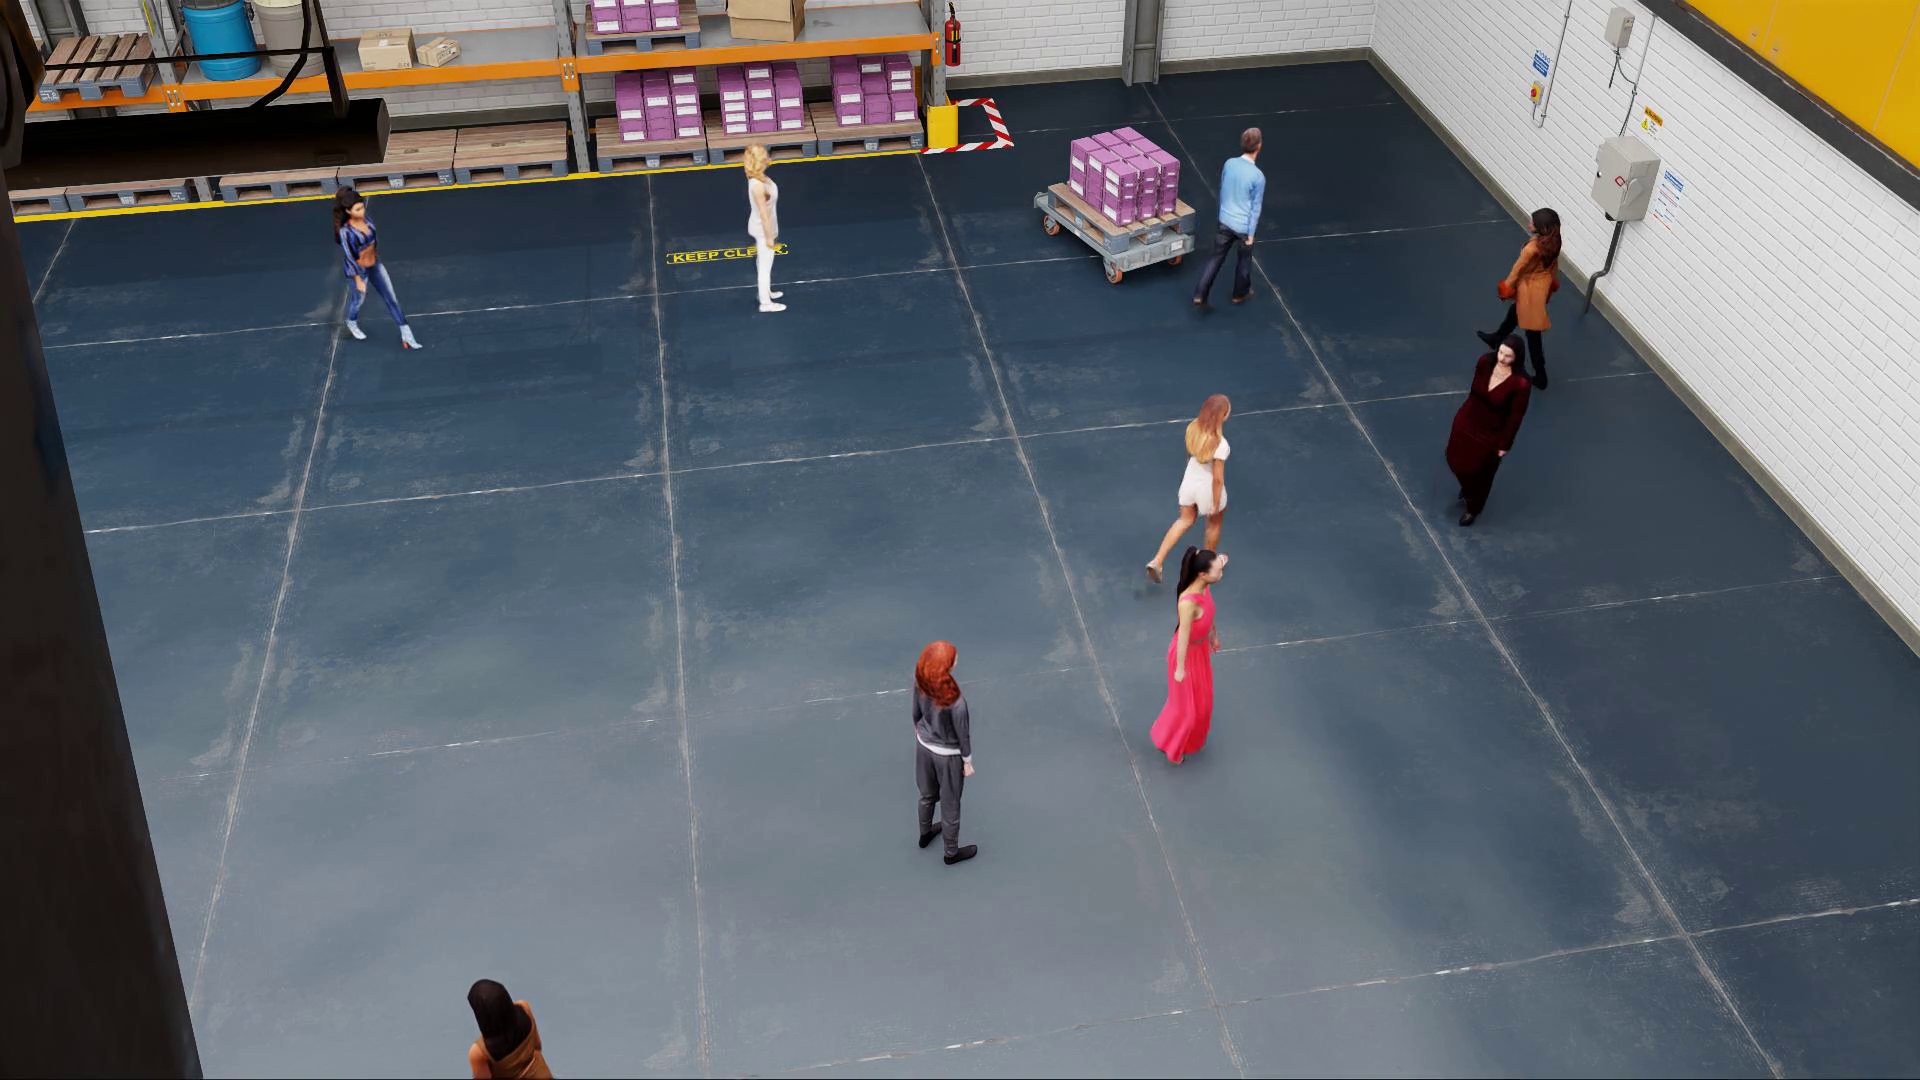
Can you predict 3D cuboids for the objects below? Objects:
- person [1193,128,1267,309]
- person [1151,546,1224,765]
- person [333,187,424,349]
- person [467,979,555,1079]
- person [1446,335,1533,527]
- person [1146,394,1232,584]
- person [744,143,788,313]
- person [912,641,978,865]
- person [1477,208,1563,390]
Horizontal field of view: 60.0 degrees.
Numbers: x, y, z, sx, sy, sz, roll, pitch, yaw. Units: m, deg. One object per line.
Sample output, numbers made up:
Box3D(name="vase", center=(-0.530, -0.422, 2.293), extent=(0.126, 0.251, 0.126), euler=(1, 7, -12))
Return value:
Box3D(name="person", center=(2.541, -2.957, 15.587), extent=(1.034, 1.782, 1.173), euler=(31, 48, 33))
Box3D(name="person", center=(1.473, 0.746, 11.000), extent=(0.809, 1.721, 0.784), euler=(17, 42, 20))
Box3D(name="person", center=(-5.462, -2.444, 15.109), extent=(1.152, 1.575, 1.007), euler=(16, 41, 20))
Box3D(name="person", center=(-2.247, 2.796, 8.460), extent=(0.683, 1.685, 0.632), euler=(21, 43, 24))
Box3D(name="person", center=(4.140, -0.907, 13.052), extent=(0.855, 1.741, 0.838), euler=(-30, 47, -32))
Box3D(name="person", center=(1.742, -0.356, 12.417), extent=(1.084, 1.673, 0.865), euler=(-24, 44, -27))
Box3D(name="person", center=(-1.865, -2.959, 15.679), extent=(0.536, 1.671, 0.593), euler=(-8, 39, -10))
Box3D(name="person", center=(-0.114, 1.299, 10.260), extent=(0.657, 1.779, 0.677), euler=(31, 48, 33))
Box3D(name="person", center=(5.054, -2.069, 14.562), extent=(1.170, 1.673, 1.092), euler=(-24, 44, -27))
